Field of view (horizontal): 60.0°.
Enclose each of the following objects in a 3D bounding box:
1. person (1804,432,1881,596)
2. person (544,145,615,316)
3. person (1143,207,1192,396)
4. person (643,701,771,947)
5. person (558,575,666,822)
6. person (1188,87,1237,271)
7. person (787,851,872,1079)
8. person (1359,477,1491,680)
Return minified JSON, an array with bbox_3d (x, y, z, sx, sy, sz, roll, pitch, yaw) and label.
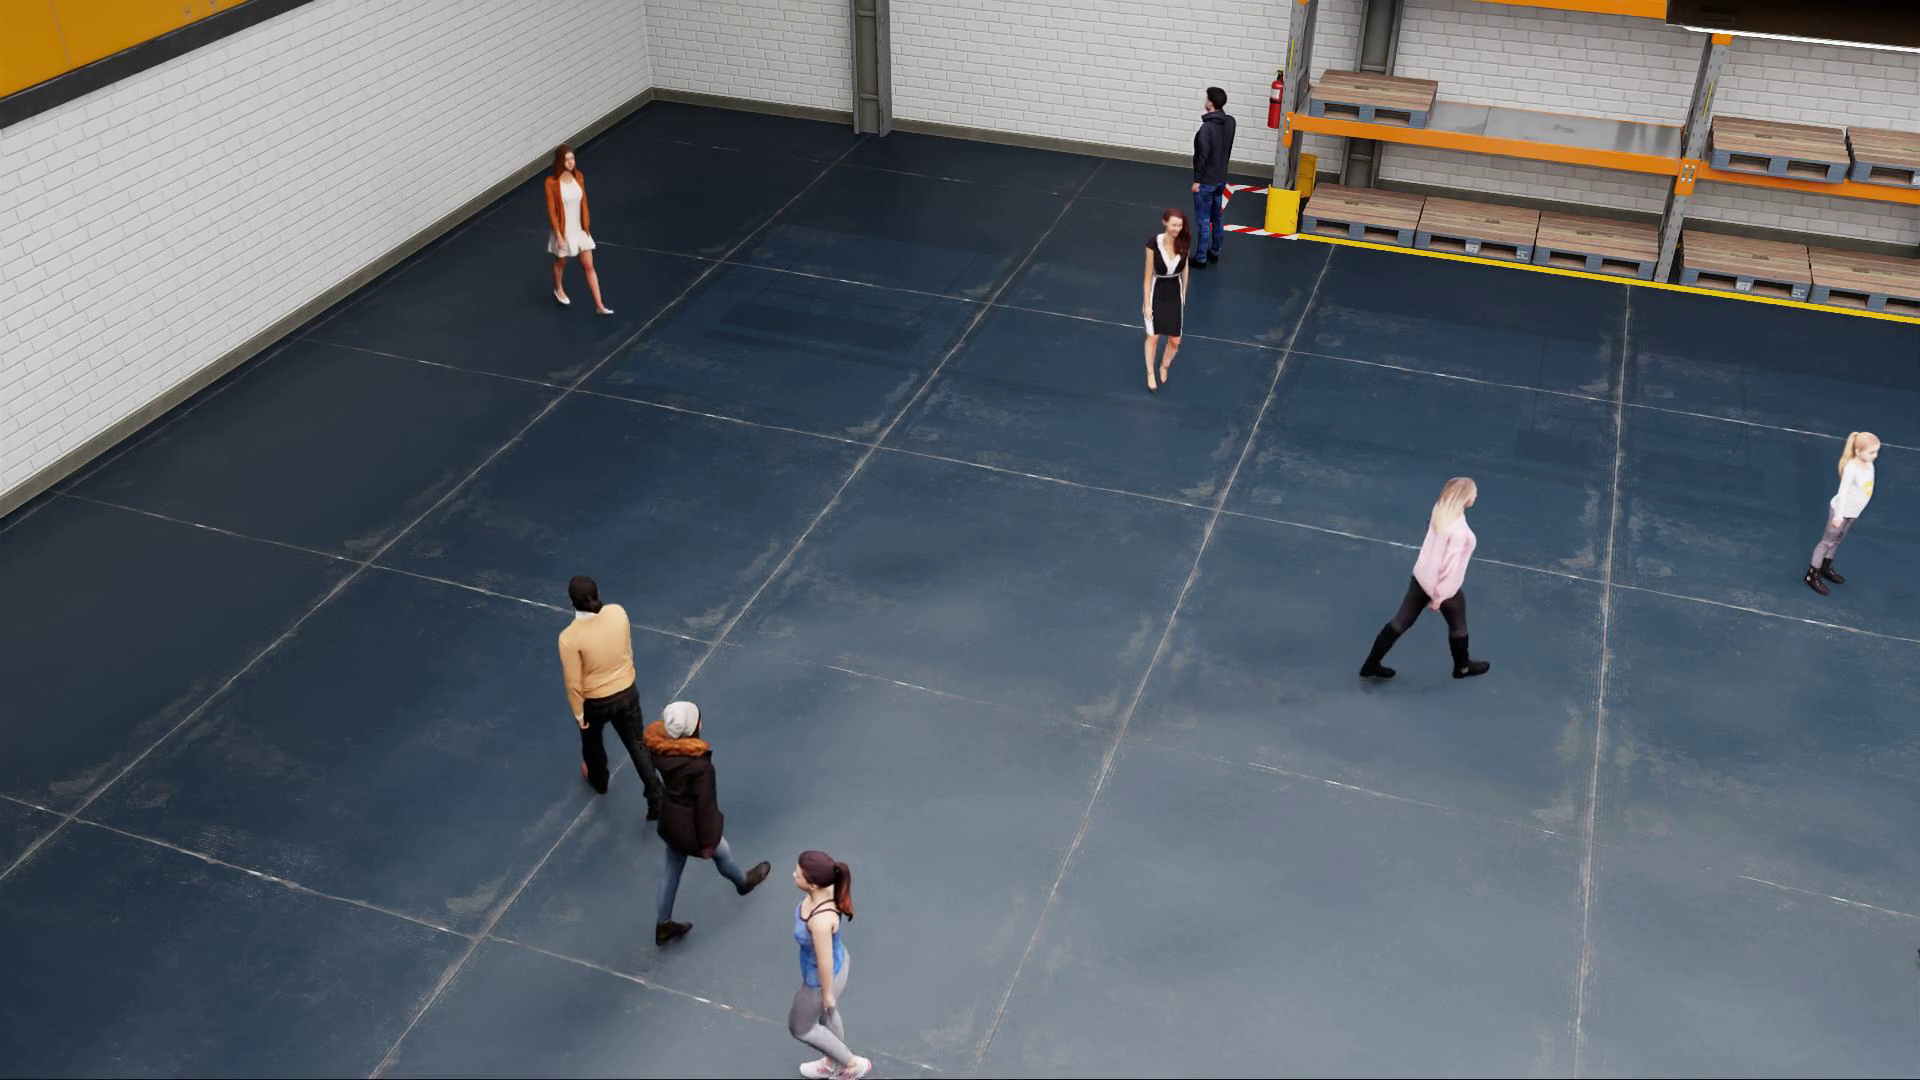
[{"bbox_3d":[6.523,-0.229,12.274,0.578,1.279,0.622,-23,40,-31],"label":"person"},{"bbox_3d":[-3.836,-3.003,16.089,0.984,1.676,1.192,-24,41,-32],"label":"person"},{"bbox_3d":[1.763,-2.139,14.691,0.706,1.785,0.785,-6,34,-9],"label":"person"},{"bbox_3d":[-1.554,1.597,9.245,1.083,1.592,0.963,27,42,35],"label":"person"},{"bbox_3d":[-2.097,0.974,10.057,1.031,1.730,1.222,-23,40,-31],"label":"person"},{"bbox_3d":[2.557,-3.683,16.916,0.725,1.894,0.753,28,43,35],"label":"person"},{"bbox_3d":[-0.627,2.175,8.369,0.703,1.599,0.640,3,34,4],"label":"person"},{"bbox_3d":[3.100,0.306,11.146,1.212,1.637,0.995,-6,34,-9],"label":"person"}]
